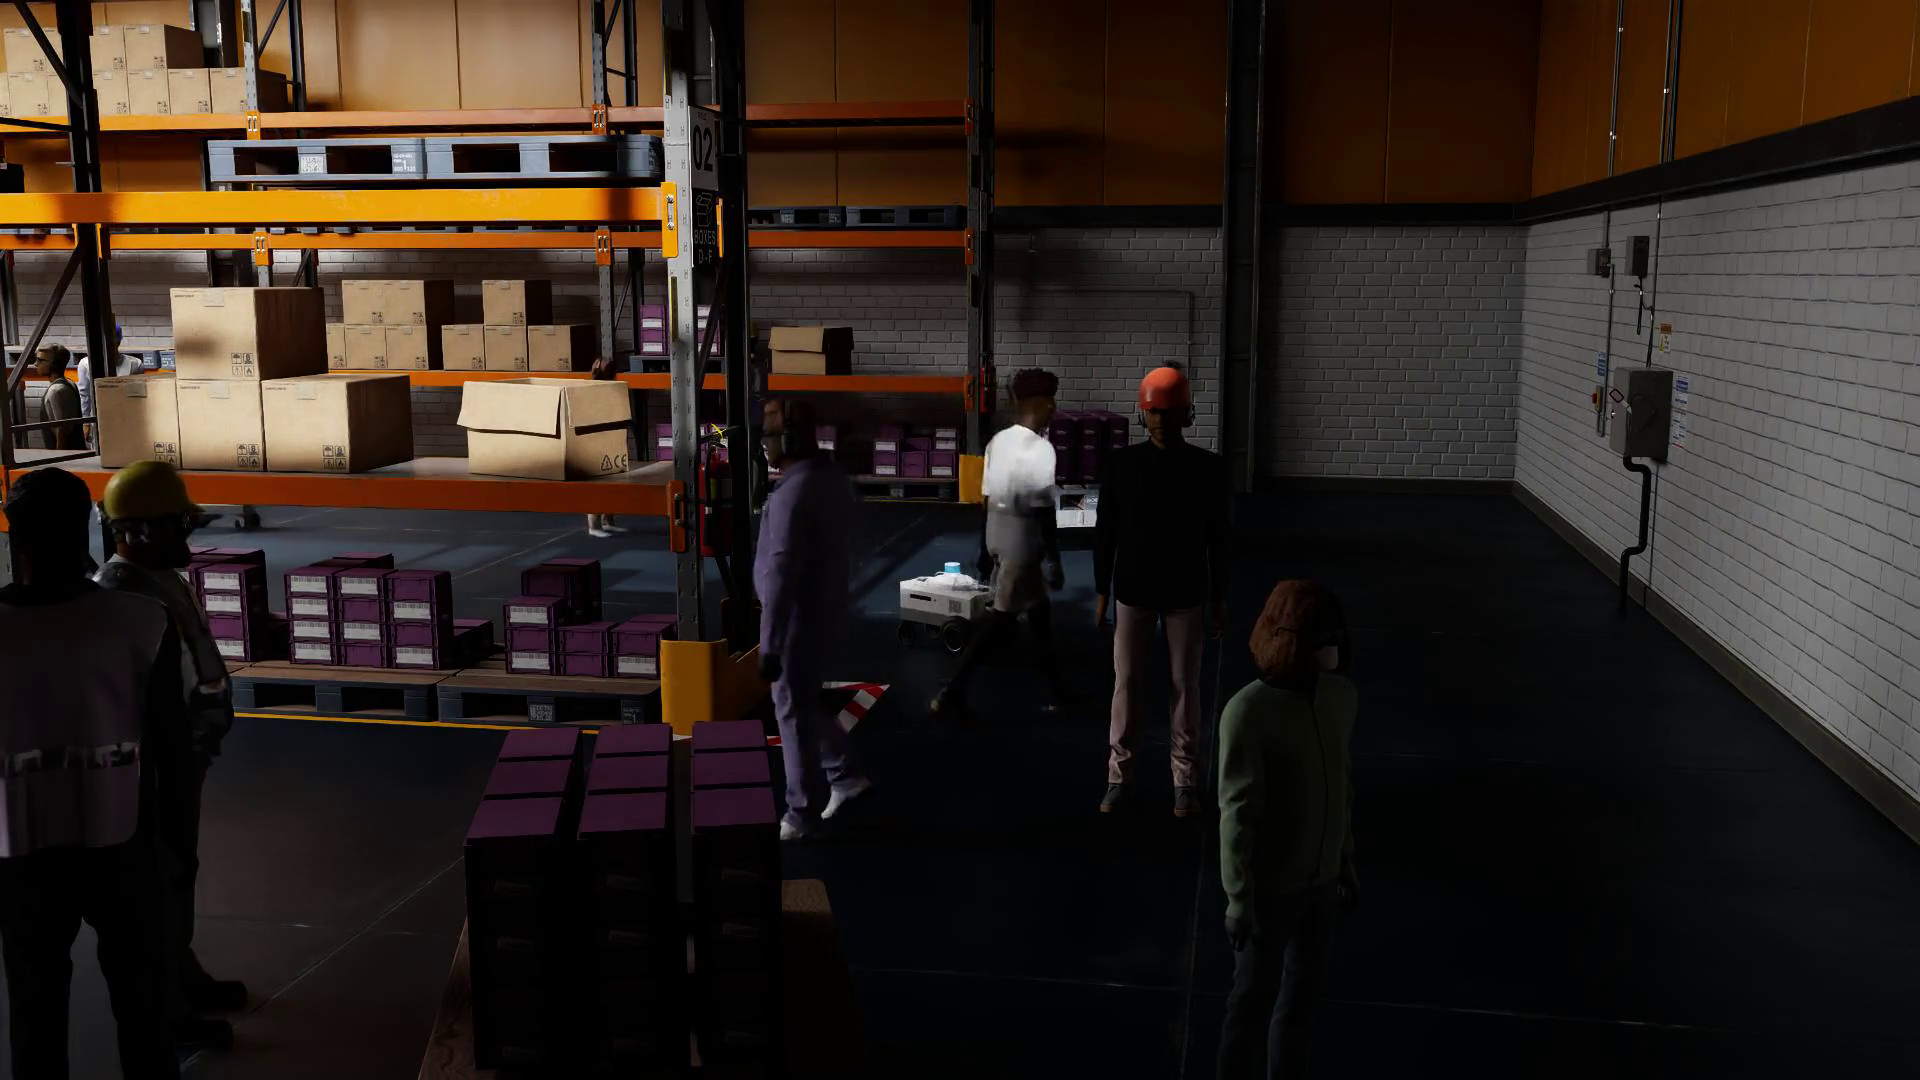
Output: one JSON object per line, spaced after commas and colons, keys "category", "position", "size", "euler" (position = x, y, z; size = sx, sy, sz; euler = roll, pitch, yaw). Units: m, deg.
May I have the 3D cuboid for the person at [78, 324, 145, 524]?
{"category": "person", "position": [-8.129, -1.128, 16.000], "size": [0.602, 1.938, 0.402], "euler": [-6, 11, -34]}

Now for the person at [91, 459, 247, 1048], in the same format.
{"category": "person", "position": [-2.494, 0.660, 5.228], "size": [0.404, 1.835, 0.590], "euler": [-2, 9, -13]}

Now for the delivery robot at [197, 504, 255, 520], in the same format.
{"category": "delivery robot", "position": [-6.919, -0.395, 15.441], "size": [0.707, 0.478, 0.477], "euler": [-1, 9, -6]}

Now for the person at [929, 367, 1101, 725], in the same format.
{"category": "person", "position": [0.281, 0.031, 8.890], "size": [1.012, 1.925, 0.609], "euler": [-3, 10, -19]}

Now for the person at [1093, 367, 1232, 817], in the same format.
{"category": "person", "position": [0.888, 0.236, 7.360], "size": [0.611, 1.996, 0.379], "euler": [2, 9, 10]}

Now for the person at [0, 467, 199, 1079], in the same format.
{"category": "person", "position": [-2.276, 0.772, 4.275], "size": [0.590, 1.919, 0.392], "euler": [-3, 10, -20]}

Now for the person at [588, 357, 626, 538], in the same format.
{"category": "person", "position": [-3.247, -0.848, 15.187], "size": [0.310, 1.638, 0.522], "euler": [2, 9, 13]}

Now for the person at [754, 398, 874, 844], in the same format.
{"category": "person", "position": [-0.670, 0.354, 6.938], "size": [0.427, 1.893, 0.672], "euler": [2, 9, 13]}

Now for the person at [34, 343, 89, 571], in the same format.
{"category": "person", "position": [-7.207, -0.655, 13.351], "size": [0.338, 1.846, 0.514], "euler": [-3, 10, -20]}

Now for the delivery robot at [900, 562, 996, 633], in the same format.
{"category": "delivery robot", "position": [-0.050, 0.386, 10.593], "size": [0.707, 0.478, 0.477], "euler": [8, 12, 41]}

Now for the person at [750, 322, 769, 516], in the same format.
{"category": "person", "position": [-2.076, -1.200, 16.478], "size": [0.363, 1.928, 0.587], "euler": [1, 9, 8]}

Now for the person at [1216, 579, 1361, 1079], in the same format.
{"category": "person", "position": [0.864, 0.903, 4.339], "size": [0.507, 1.633, 0.277], "euler": [-8, 12, -40]}
